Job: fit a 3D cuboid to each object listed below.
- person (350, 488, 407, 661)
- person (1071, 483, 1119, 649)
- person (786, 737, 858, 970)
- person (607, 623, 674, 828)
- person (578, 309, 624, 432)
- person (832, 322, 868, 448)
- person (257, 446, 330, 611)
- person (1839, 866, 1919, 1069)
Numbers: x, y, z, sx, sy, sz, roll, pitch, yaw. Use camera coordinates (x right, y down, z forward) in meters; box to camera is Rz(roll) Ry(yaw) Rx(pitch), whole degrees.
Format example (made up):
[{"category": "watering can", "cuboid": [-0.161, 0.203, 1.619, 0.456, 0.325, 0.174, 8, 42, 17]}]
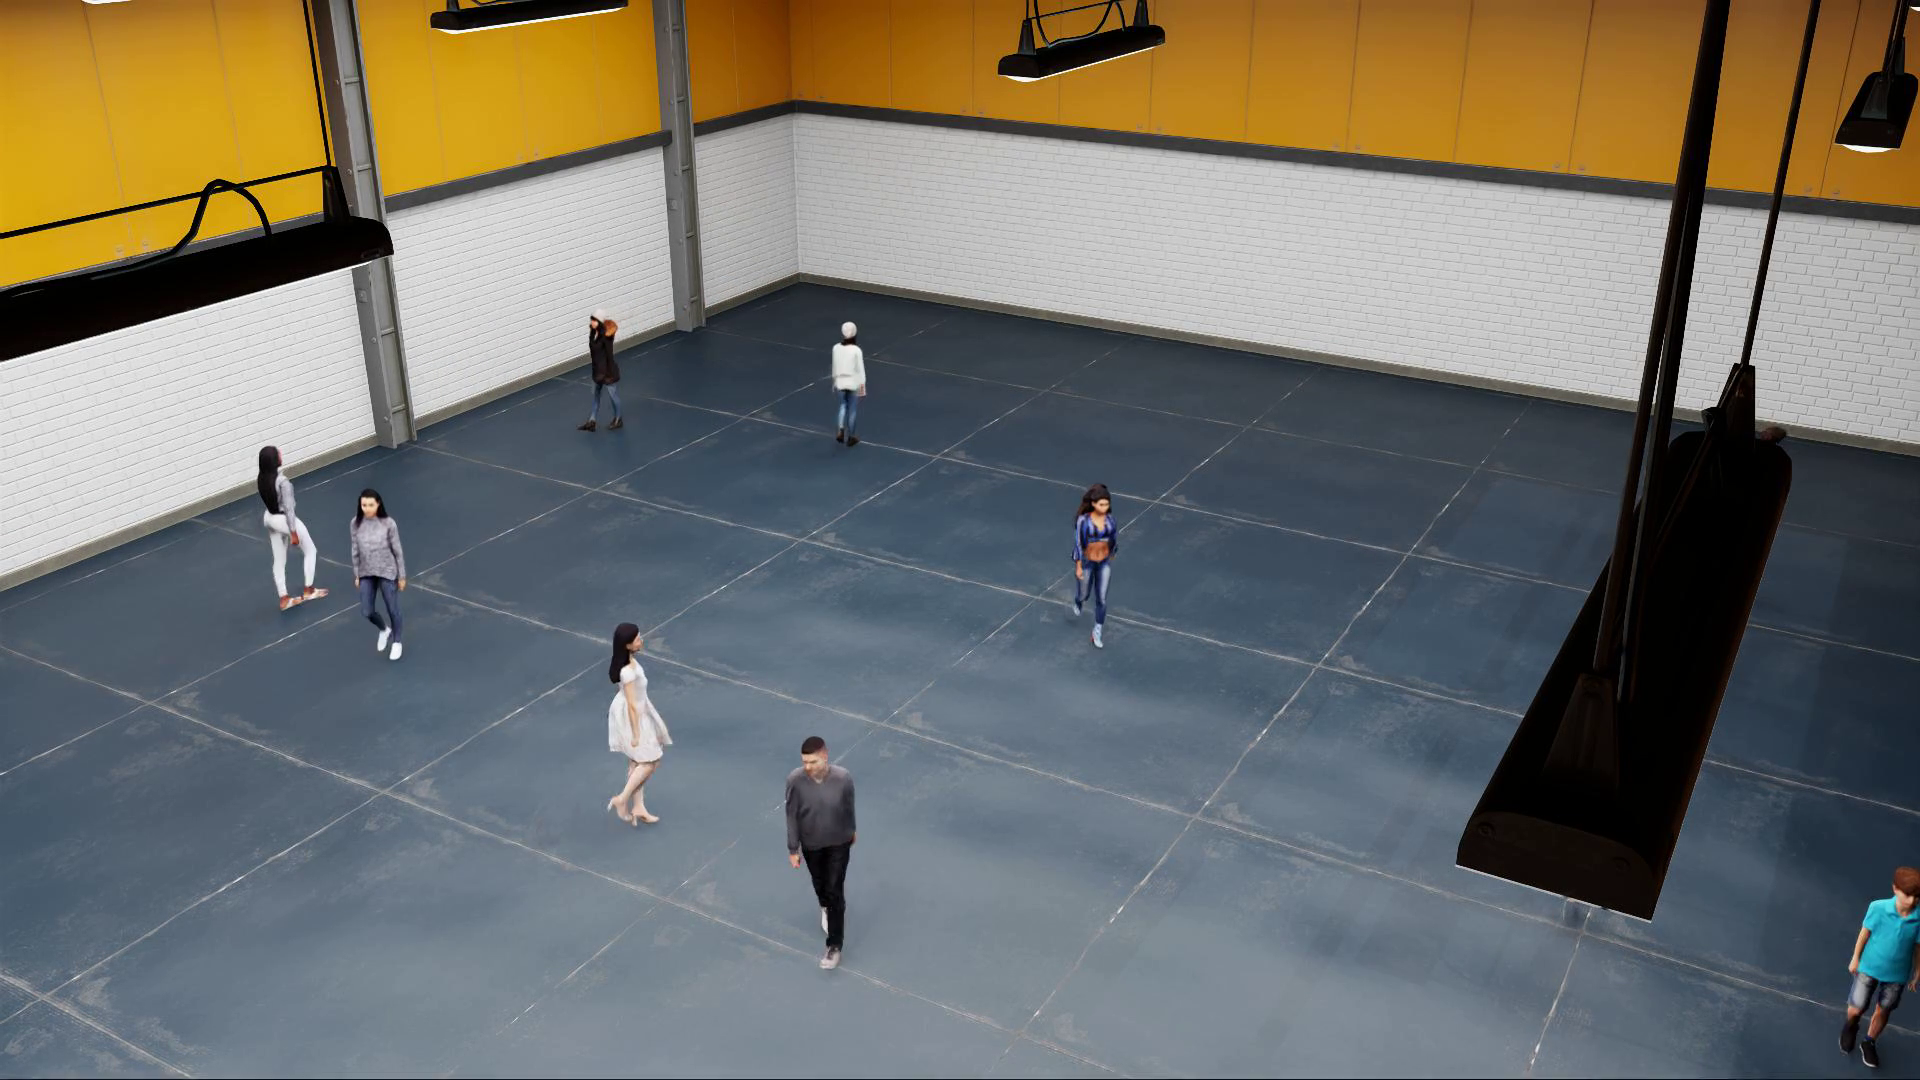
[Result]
[{"category": "person", "cuboid": [-5.451, 0.282, 15.691, 0.768, 1.719, 0.804, -1, 24, -2]}, {"category": "person", "cuboid": [1.267, 0.221, 15.972, 0.909, 1.605, 0.981, -5, 24, -12]}, {"category": "person", "cuboid": [-0.932, 2.054, 11.626, 0.950, 1.727, 1.136, -2, 24, -5]}, {"category": "person", "cuboid": [-2.623, 1.466, 12.930, 0.903, 1.762, 0.831, -9, 25, -20]}, {"category": "person", "cuboid": [-4.537, -2.203, 21.503, 0.712, 1.616, 0.904, 18, 29, 35]}, {"category": "person", "cuboid": [-1.427, -1.924, 20.836, 0.645, 1.640, 0.728, 9, 25, 19]}, {"category": "person", "cuboid": [-6.813, -0.098, 16.569, 0.642, 1.712, 0.725, 15, 28, 30]}, {"category": "person", "cuboid": [5.871, 2.666, 10.584, 0.578, 1.441, 0.591, 8, 25, 18]}]
